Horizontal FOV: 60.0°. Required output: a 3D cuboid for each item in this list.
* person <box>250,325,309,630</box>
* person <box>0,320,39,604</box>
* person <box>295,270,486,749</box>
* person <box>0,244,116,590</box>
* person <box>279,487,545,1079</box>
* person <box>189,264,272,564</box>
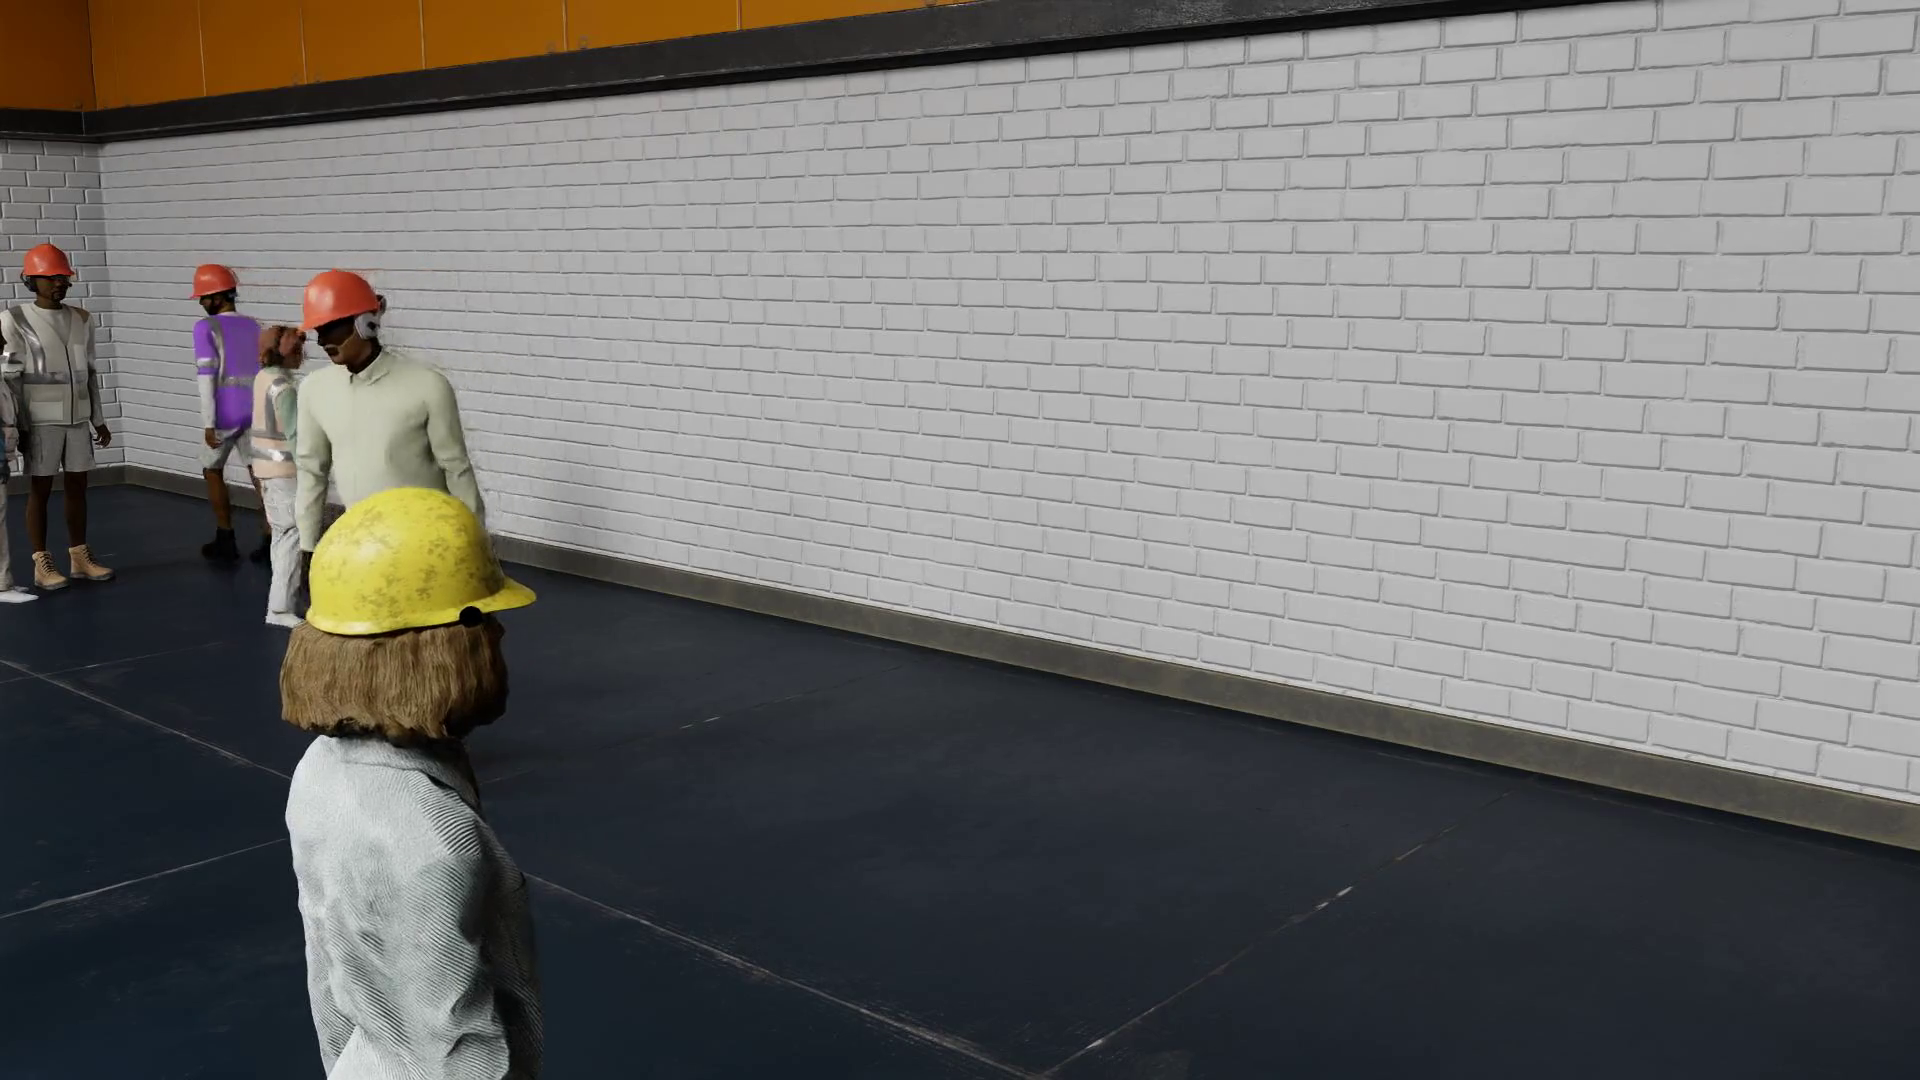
[{"bbox_3d":[-3.629,-0.333,8.887,0.360,1.621,0.556,-8,13,-38],"label":"person"},{"bbox_3d":[-5.536,-0.456,9.513,0.313,1.642,0.513,-7,12,-34],"label":"person"},{"bbox_3d":[-2.075,0.006,6.020,0.644,1.934,0.961,3,10,17],"label":"person"},{"bbox_3d":[-5.393,-0.737,9.968,0.377,2.045,0.605,5,11,26],"label":"person"},{"bbox_3d":[-0.648,0.799,2.077,0.298,1.745,0.484,-7,12,-36],"label":"person"},{"bbox_3d":[-4.642,-0.786,10.591,0.687,1.910,0.577,7,12,33],"label":"person"}]
